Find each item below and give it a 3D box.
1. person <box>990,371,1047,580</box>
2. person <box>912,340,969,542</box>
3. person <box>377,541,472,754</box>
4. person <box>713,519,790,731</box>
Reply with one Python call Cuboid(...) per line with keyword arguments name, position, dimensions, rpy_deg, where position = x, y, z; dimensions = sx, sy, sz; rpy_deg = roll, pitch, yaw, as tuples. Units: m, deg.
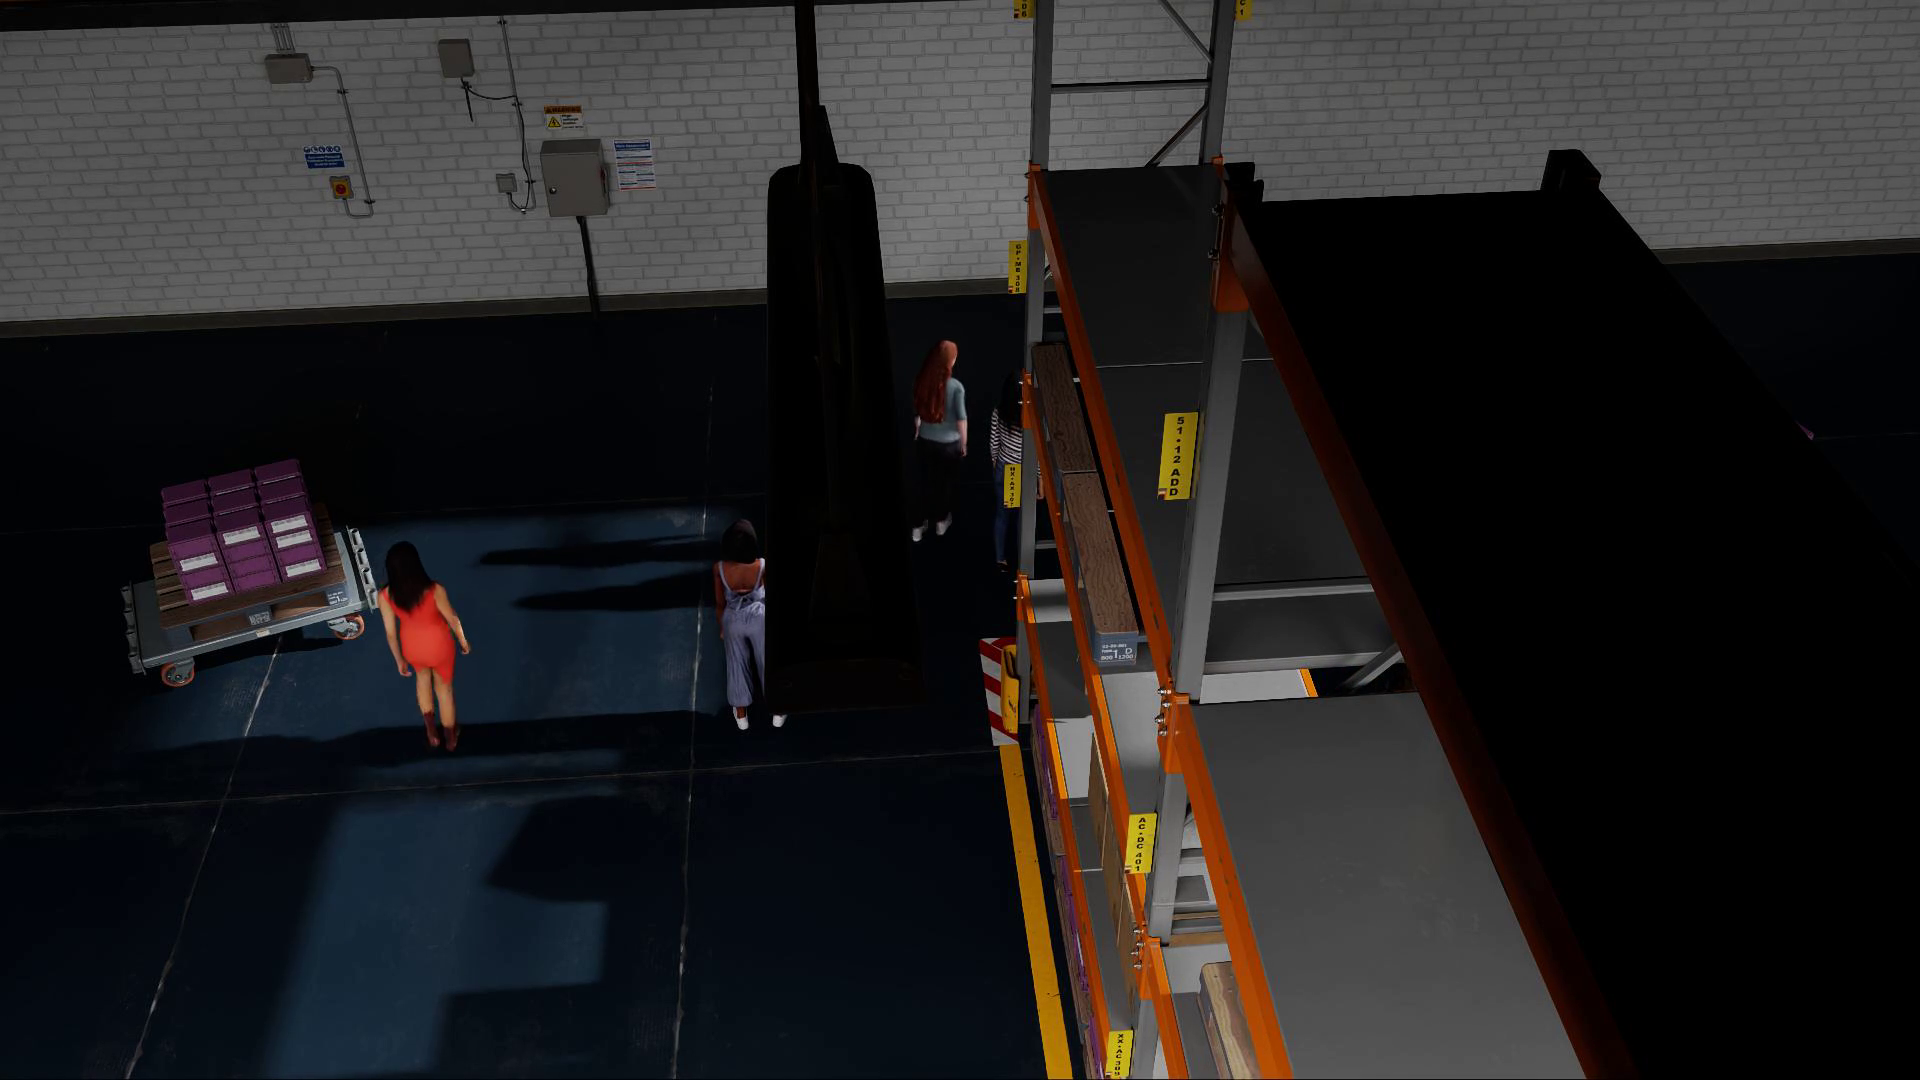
Cuboid(name="person", position=(0.405, -0.437, 11.958), dimensions=(0.636, 1.797, 0.675), rpy_deg=(24, 44, 27))
Cuboid(name="person", position=(-0.161, -0.663, 12.307), dimensions=(0.734, 1.715, 0.781), rpy_deg=(11, 40, 14))
Cuboid(name="person", position=(-3.379, 0.747, 10.547), dimensions=(0.585, 1.707, 0.595), rpy_deg=(-3, 39, -4))
Cuboid(name="person", position=(-1.365, 0.551, 10.802), dimensions=(0.574, 1.696, 0.506), rpy_deg=(-2, 39, -3))
